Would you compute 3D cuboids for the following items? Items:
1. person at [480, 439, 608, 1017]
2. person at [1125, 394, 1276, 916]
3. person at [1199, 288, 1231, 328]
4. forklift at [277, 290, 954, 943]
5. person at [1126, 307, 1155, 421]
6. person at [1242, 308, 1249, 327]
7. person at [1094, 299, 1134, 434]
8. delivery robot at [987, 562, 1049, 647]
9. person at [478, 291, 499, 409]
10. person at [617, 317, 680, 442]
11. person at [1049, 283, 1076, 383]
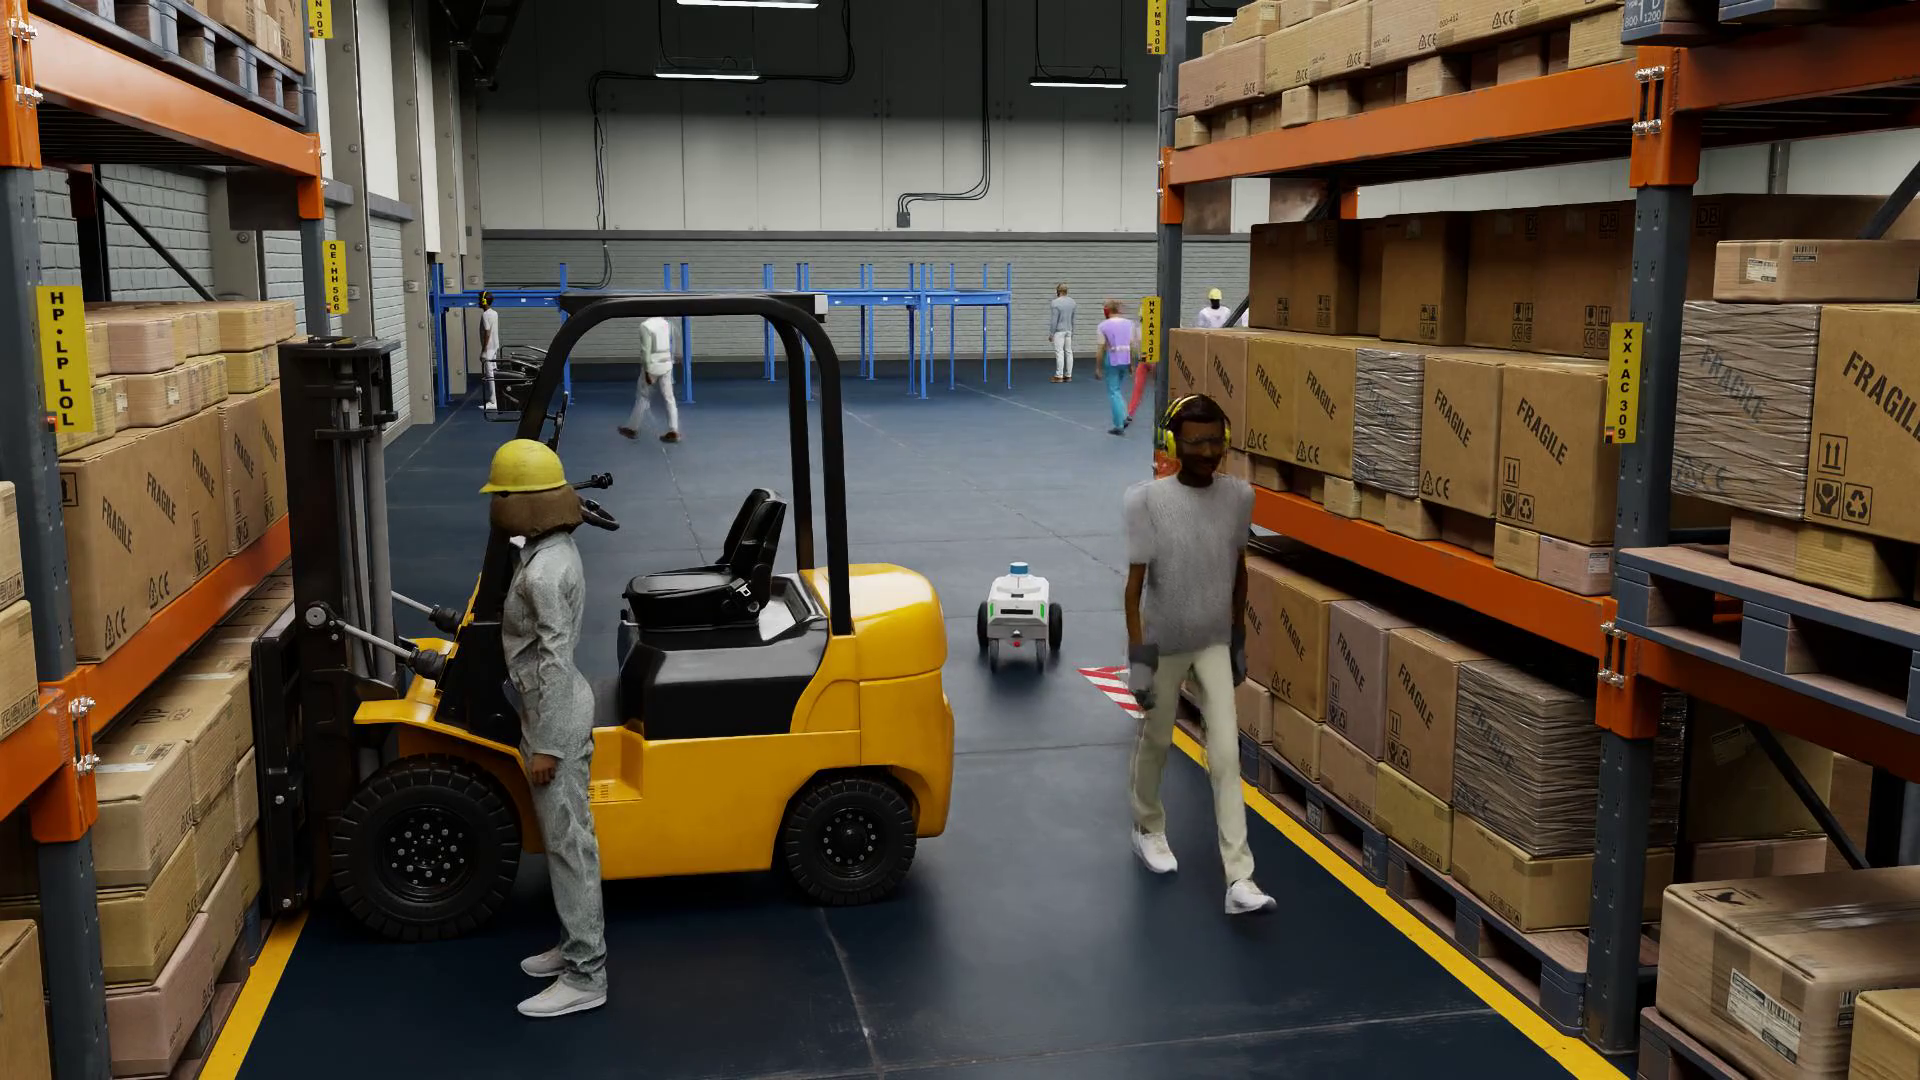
[{"bbox_3d":[-1.257,0.560,5.041,0.323,1.741,0.491,-2,9,-11],"label":"person"},{"bbox_3d":[0.834,0.390,5.886,0.533,1.803,0.991,-2,10,-12],"label":"person"},{"bbox_3d":[4.567,-3.592,29.955,0.584,1.879,0.997,-3,10,-16],"label":"person"},{"bbox_3d":[-1.179,0.175,6.143,2.313,2.155,1.214,-2,10,-12],"label":"forklift"},{"bbox_3d":[2.761,-2.592,24.341,0.952,1.713,0.539,-7,12,-38],"label":"person"},{"bbox_3d":[4.776,-3.090,26.704,0.552,1.932,0.376,-5,11,-28],"label":"person"},{"bbox_3d":[2.078,-2.351,22.533,0.594,1.817,0.485,-7,12,-37],"label":"person"},{"bbox_3d":[0.341,0.374,9.629,0.477,0.478,0.707,1,9,4],"label":"delivery robot"},{"bbox_3d":[-7.530,-3.031,26.540,0.328,1.872,0.509,0,9,2],"label":"person"},{"bbox_3d":[-4.040,-2.229,21.547,0.983,1.896,0.606,6,11,31],"label":"person"},{"bbox_3d":[1.999,-4.068,32.654,0.628,1.940,0.373,-8,12,-40],"label":"person"}]
